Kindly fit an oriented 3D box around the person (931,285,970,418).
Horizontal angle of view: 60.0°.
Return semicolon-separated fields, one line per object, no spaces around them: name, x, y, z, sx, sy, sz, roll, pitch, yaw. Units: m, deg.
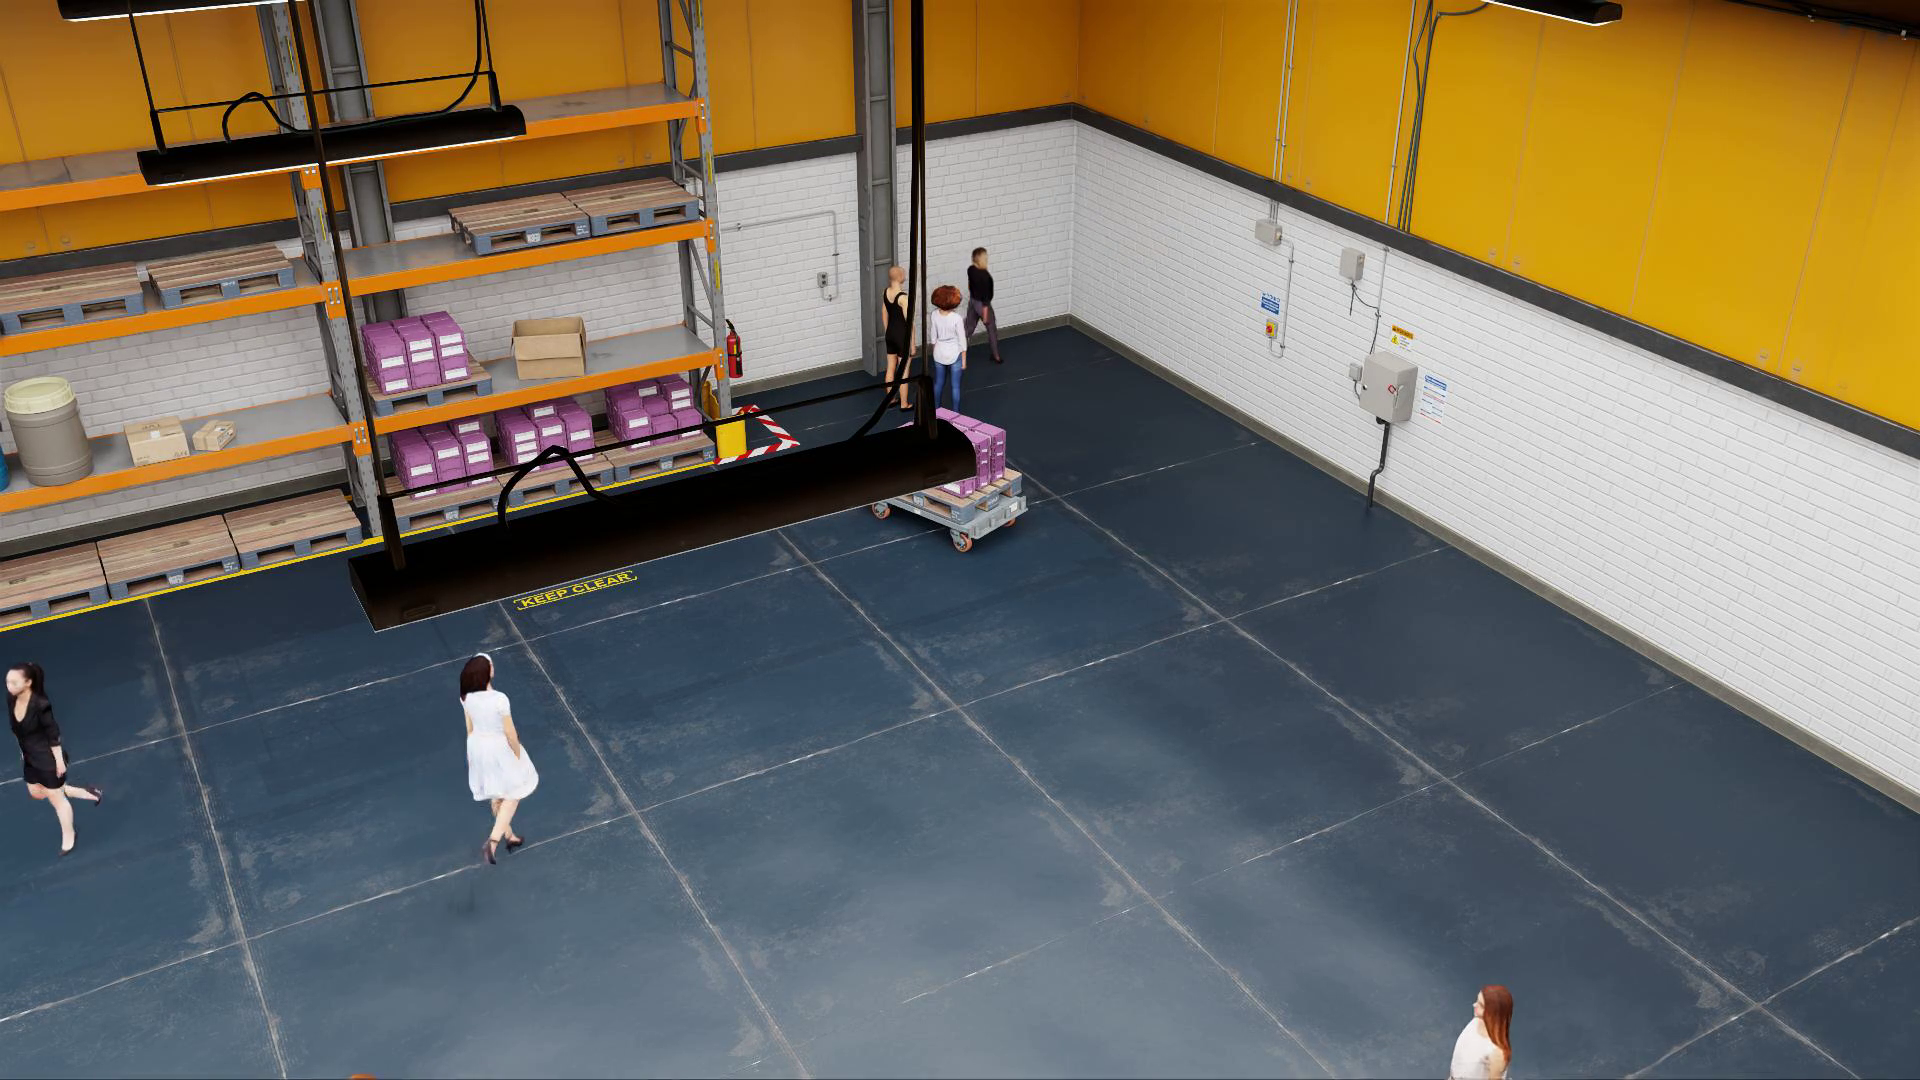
person;-0.146;-2.211;19.756;0.743;1.713;0.769;16;32;27

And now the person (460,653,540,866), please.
person;-3.534;1.702;12.484;0.965;1.808;1.037;9;30;16

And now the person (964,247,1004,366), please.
person;0.168;-2.863;21.040;1.093;1.628;0.720;-21;35;-33

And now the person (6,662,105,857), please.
person;-6.944;1.633;12.738;0.815;1.686;0.901;13;31;22

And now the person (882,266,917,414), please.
person;-0.749;-2.430;20.050;0.606;1.816;0.688;-26;38;-38
